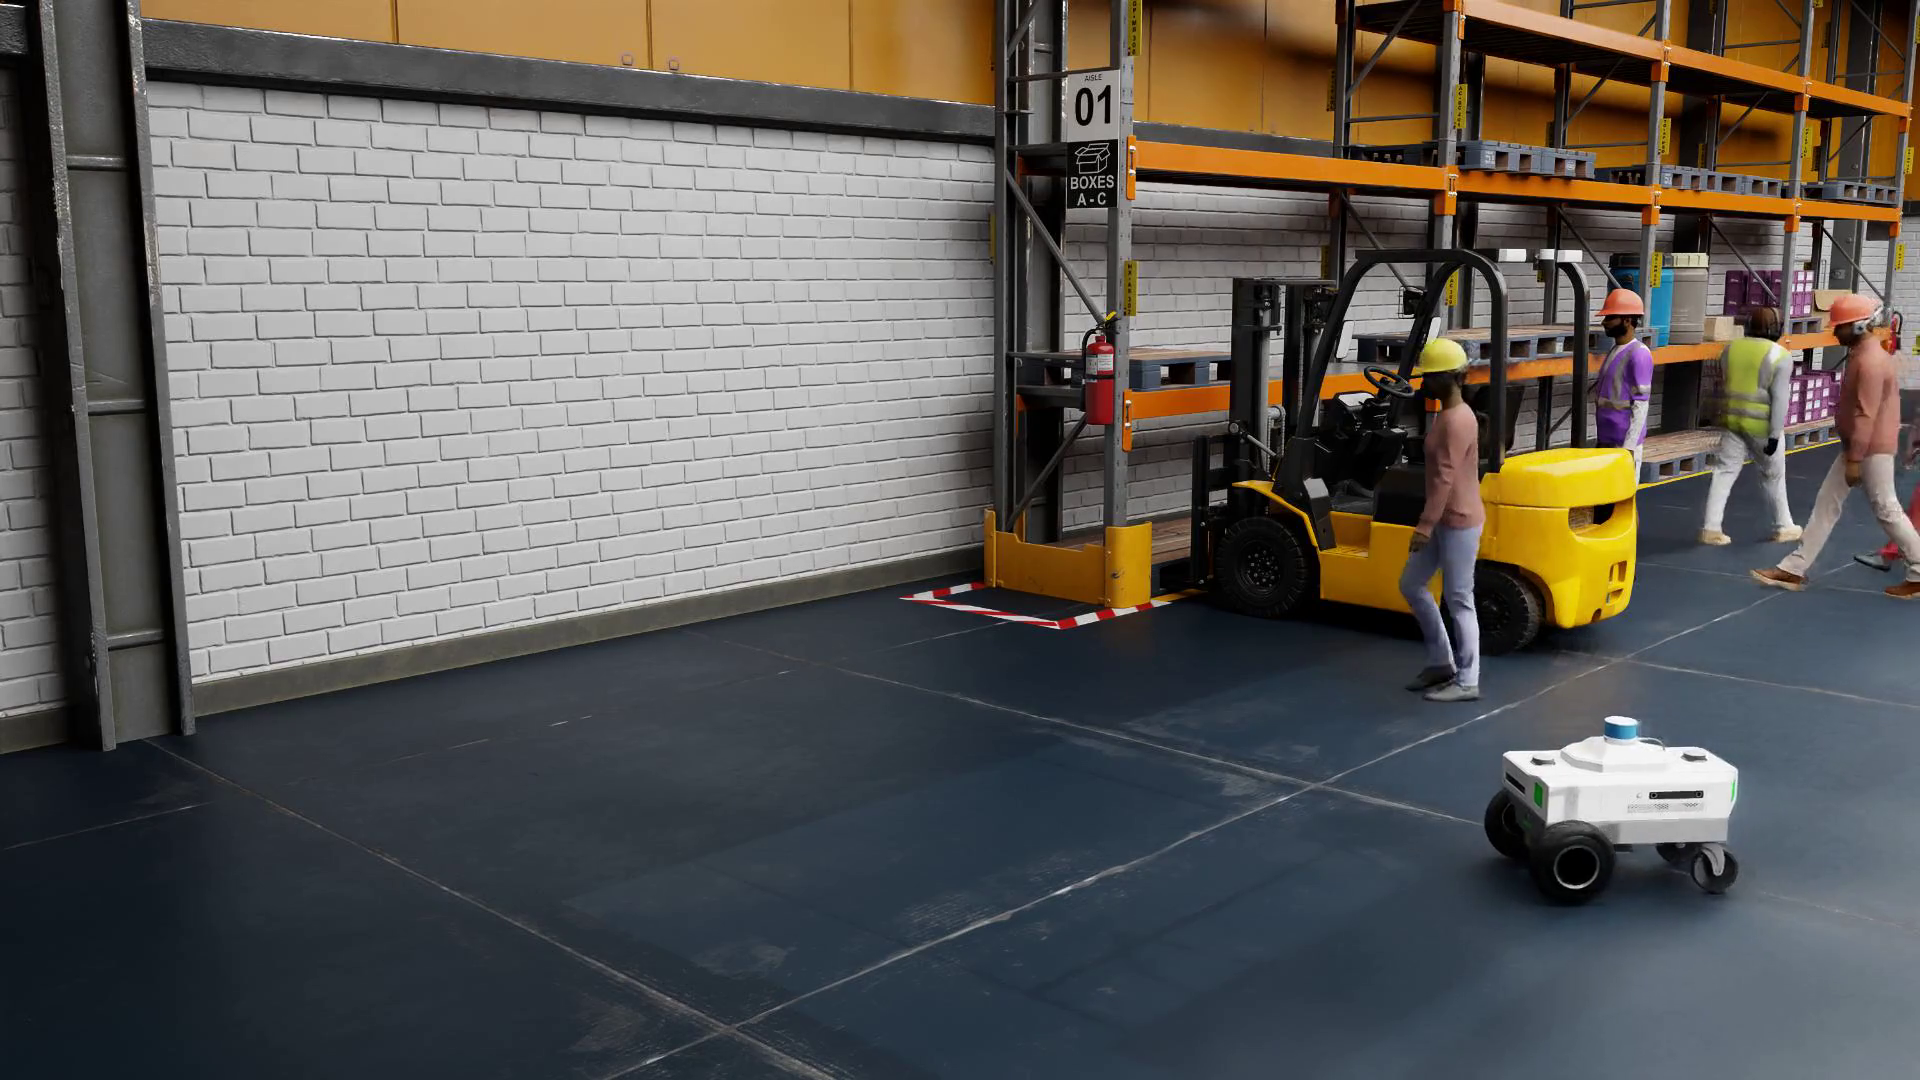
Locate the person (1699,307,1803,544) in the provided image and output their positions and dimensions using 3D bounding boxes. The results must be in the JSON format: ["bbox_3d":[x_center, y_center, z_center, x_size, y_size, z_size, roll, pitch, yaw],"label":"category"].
[{"bbox_3d":[5.979,-0.849,12.503,0.948,1.795,0.622,-5,11,-30],"label":"person"}]

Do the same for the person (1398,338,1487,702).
[{"bbox_3d":[2.298,-0.077,7.905,0.469,1.746,0.523,1,9,6],"label":"person"}]

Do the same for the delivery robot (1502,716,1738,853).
[{"bbox_3d":[2.217,0.839,5.601,0.707,0.478,0.477,-1,10,-2],"label":"delivery robot"}]

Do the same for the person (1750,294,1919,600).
[{"bbox_3d":[5.681,-0.586,10.468,1.069,1.925,0.651,3,10,19],"label":"person"}]

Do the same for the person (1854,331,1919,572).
[{"bbox_3d":[6.575,-0.595,11.188,0.900,1.696,0.534,2,10,14],"label":"person"}]

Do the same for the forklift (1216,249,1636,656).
[{"bbox_3d":[2.710,-0.584,9.626,2.313,2.155,1.214,9,13,43],"label":"forklift"}]

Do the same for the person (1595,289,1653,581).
[{"bbox_3d":[4.352,-0.686,11.033,0.360,1.939,0.543,0,9,0],"label":"person"}]
